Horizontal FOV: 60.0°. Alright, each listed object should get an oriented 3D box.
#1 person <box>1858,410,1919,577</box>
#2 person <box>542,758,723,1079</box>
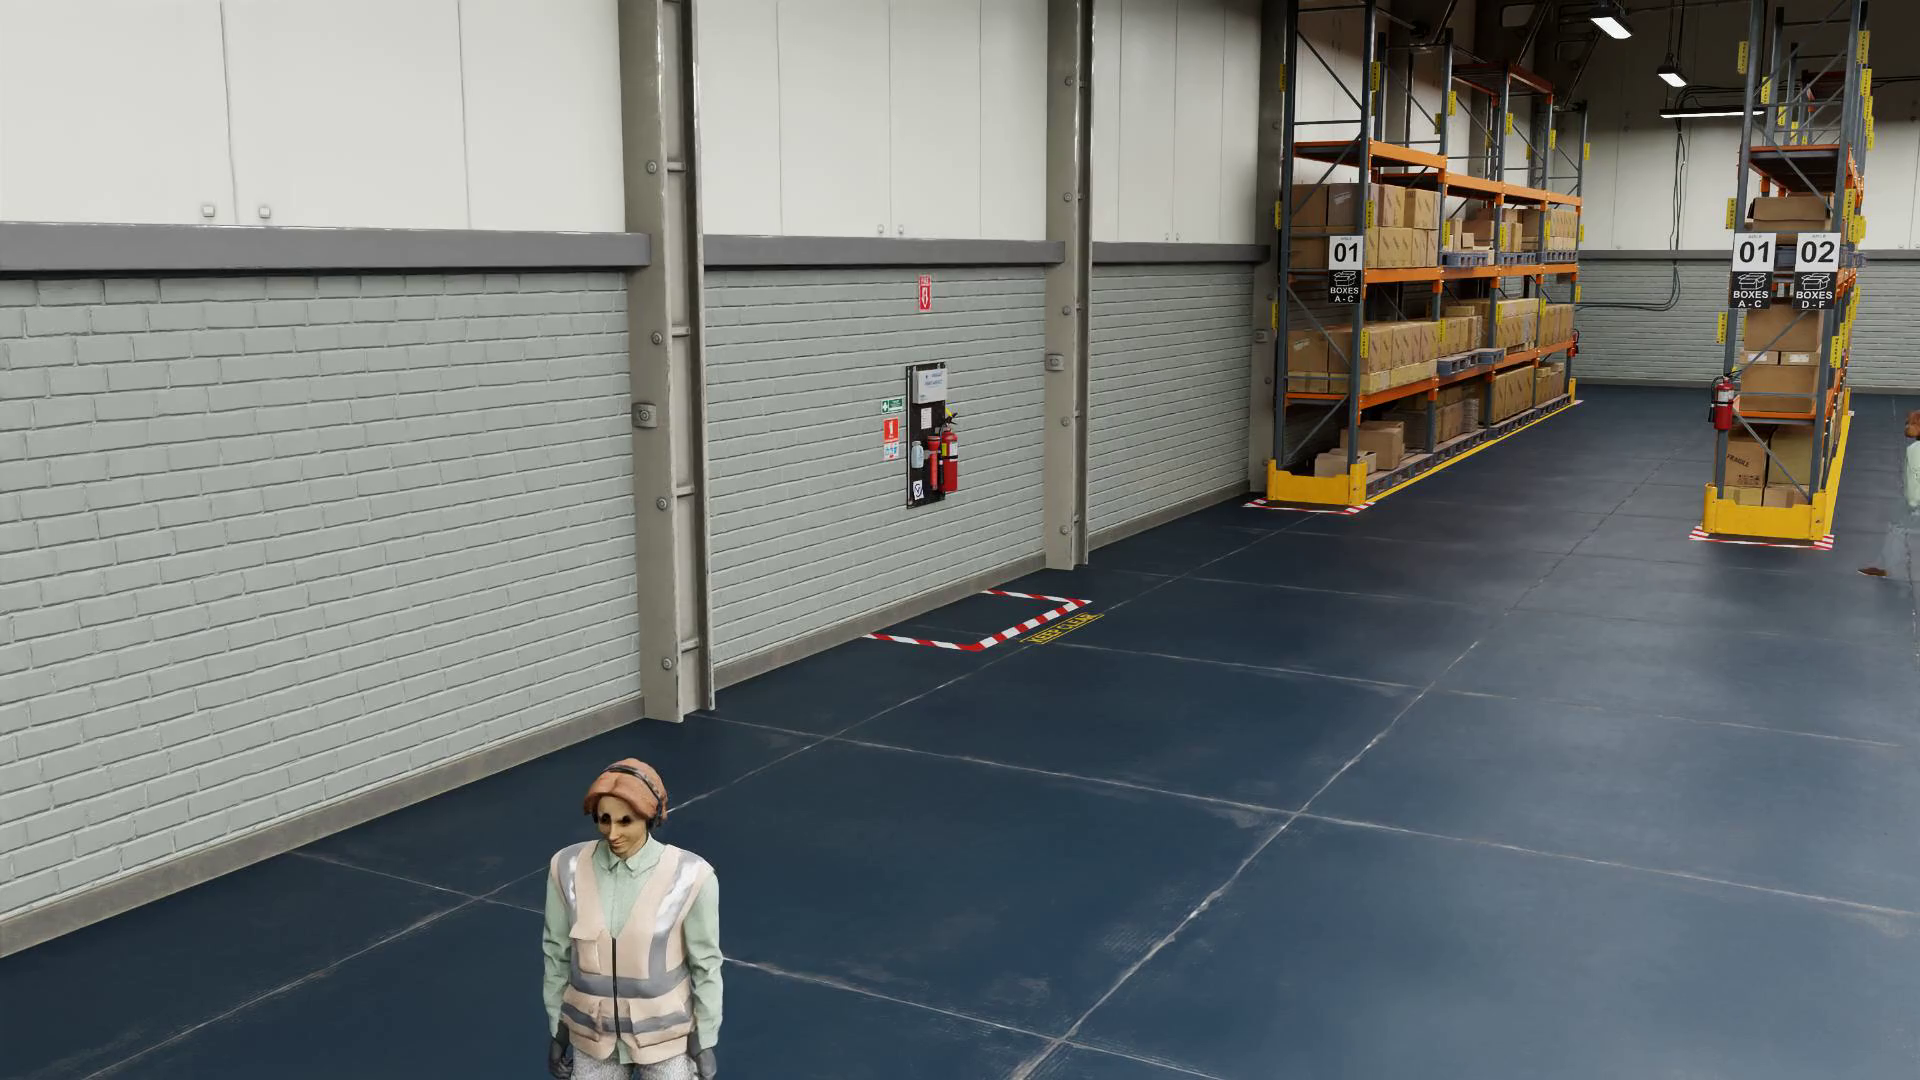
[{"bbox_3d":[8.841,-0.397,15.287,0.509,1.592,0.859,-6,11,-31],"label":"person"},{"bbox_3d":[-0.908,1.398,4.631,0.512,1.640,0.309,1,10,8],"label":"person"}]
